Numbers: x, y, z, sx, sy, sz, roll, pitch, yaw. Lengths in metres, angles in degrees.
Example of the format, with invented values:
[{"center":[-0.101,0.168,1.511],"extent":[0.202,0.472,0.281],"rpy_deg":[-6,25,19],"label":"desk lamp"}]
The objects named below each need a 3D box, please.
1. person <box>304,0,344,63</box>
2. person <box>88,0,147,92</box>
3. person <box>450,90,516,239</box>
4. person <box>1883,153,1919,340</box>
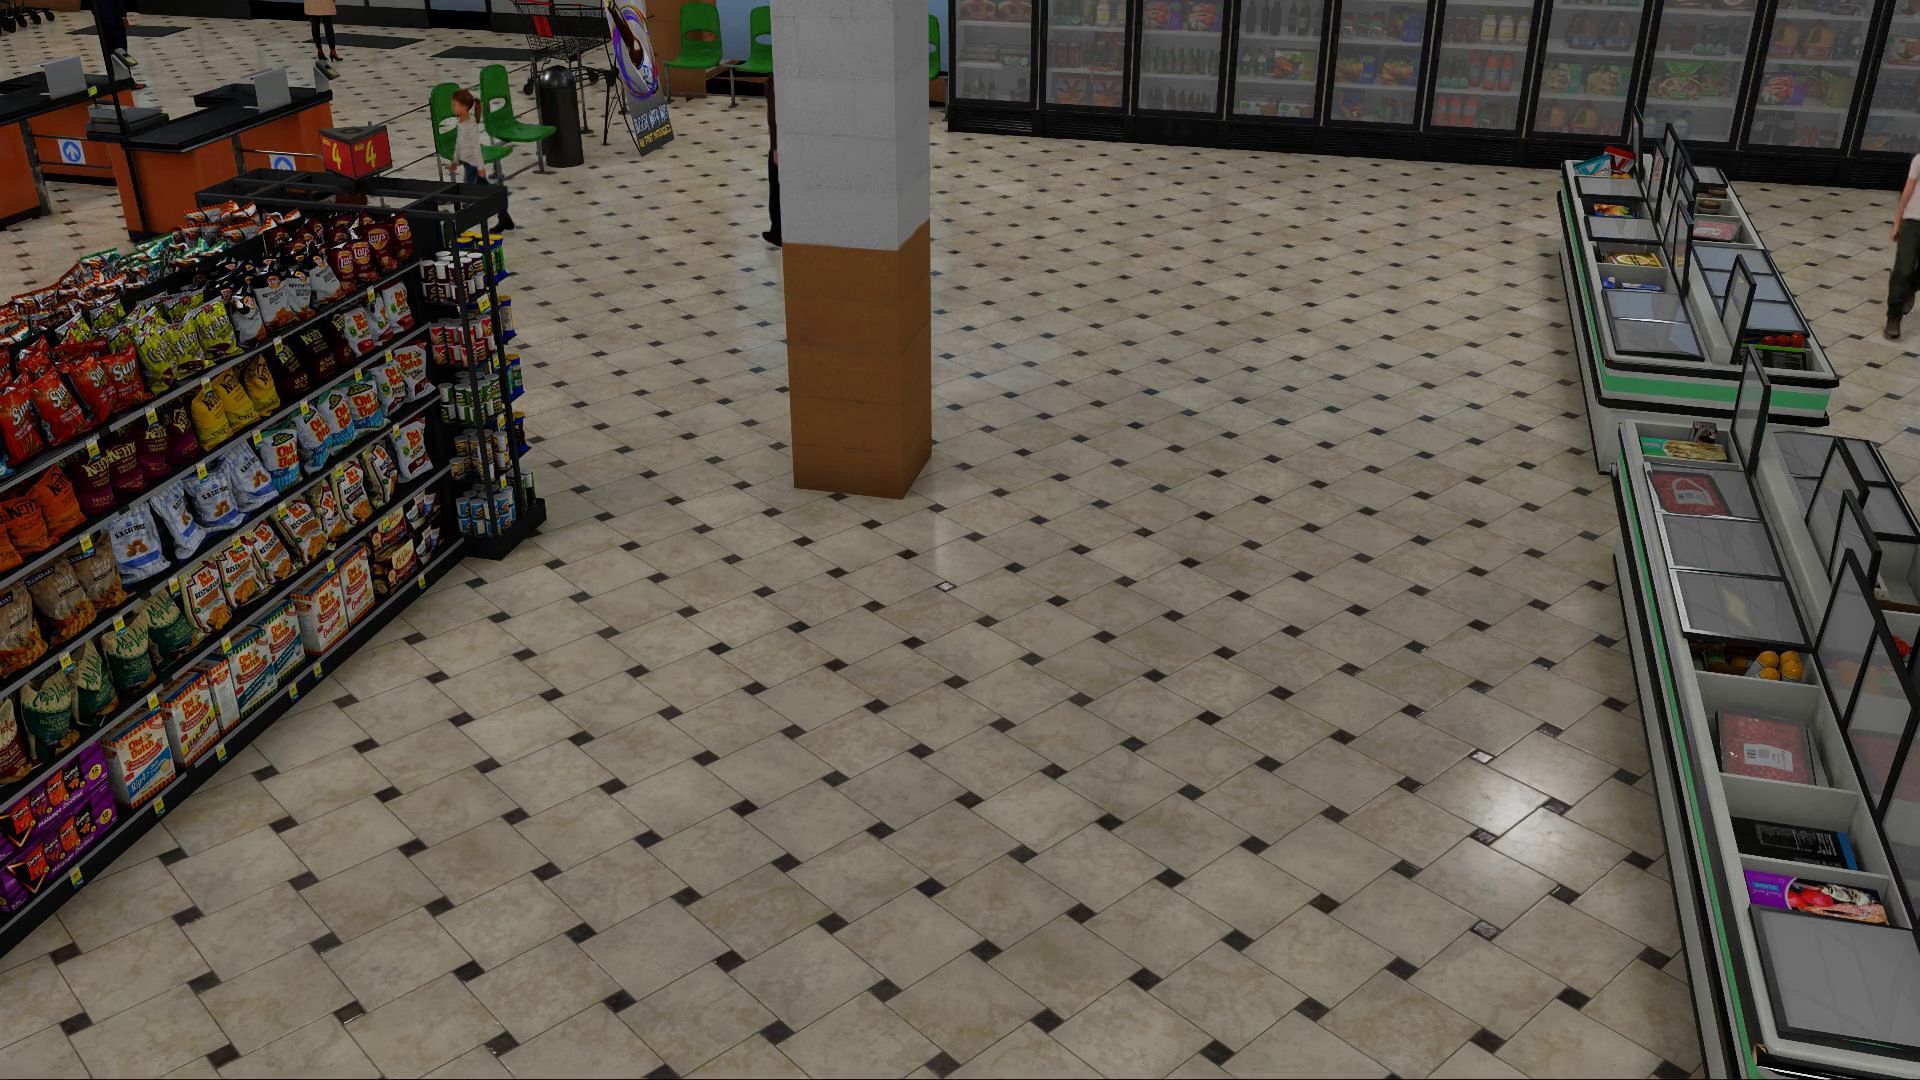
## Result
[{"center":[-8.432,-7.148,21.831],"extent":[0.625,1.682,0.503],"rpy_deg":[7,28,14],"label":"person"},{"center":[-10.345,-6.352,20.211],"extent":[0.617,1.727,0.514],"rpy_deg":[7,28,14],"label":"person"},{"center":[-4.234,-3.311,14.705],"extent":[0.911,1.284,0.876],"rpy_deg":[-13,30,-24],"label":"person"},{"center":[7.186,-2.349,12.415],"extent":[0.644,1.639,0.904],"rpy_deg":[12,29,22],"label":"person"}]
